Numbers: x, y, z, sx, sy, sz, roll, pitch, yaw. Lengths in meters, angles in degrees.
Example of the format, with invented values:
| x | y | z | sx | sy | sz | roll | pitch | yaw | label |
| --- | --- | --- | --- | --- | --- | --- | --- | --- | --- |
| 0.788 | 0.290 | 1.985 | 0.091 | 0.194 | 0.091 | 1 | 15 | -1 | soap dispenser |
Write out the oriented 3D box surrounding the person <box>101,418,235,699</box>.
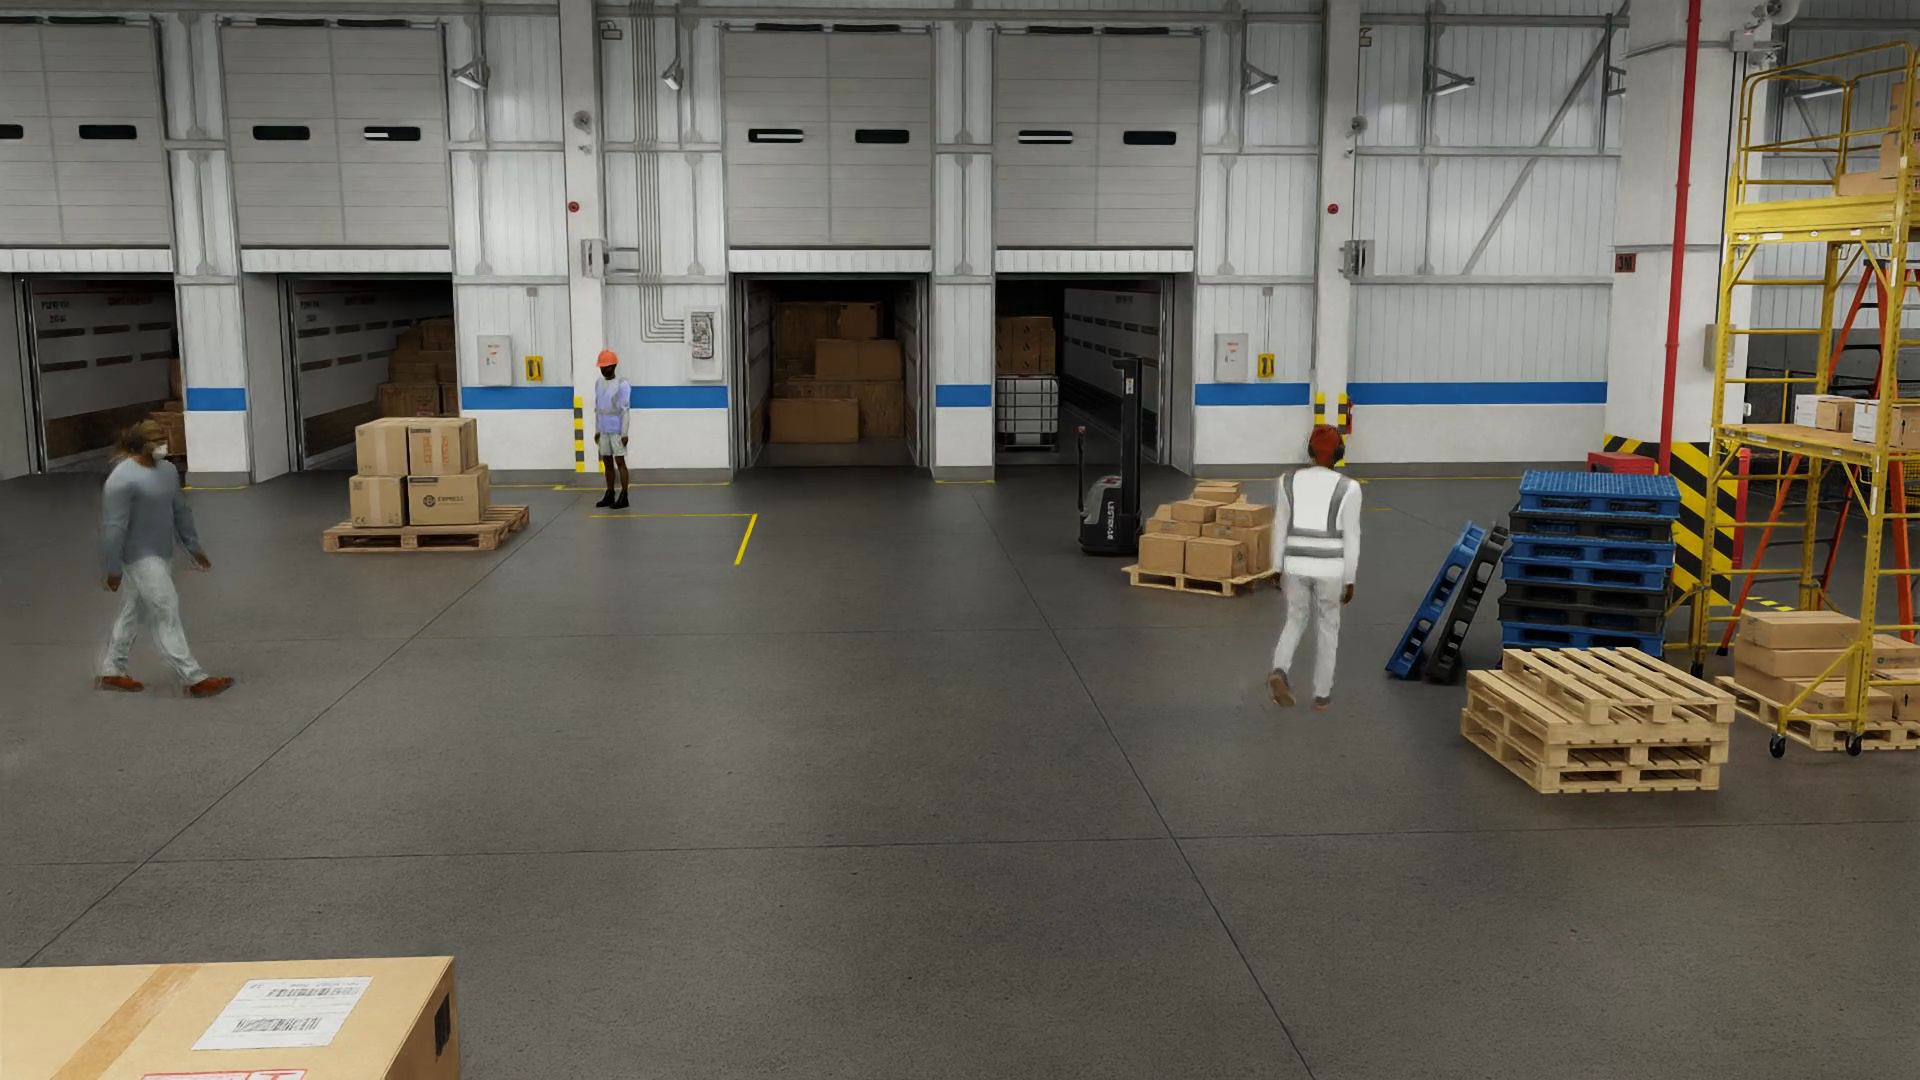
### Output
| x | y | z | sx | sy | sz | roll | pitch | yaw | label |
| --- | --- | --- | --- | --- | --- | --- | --- | --- | --- |
| -5.378 | 0.123 | 11.109 | 1.014 | 1.886 | 0.629 | 0 | 9 | 3 | person |

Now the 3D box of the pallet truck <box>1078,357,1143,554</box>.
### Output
| x | y | z | sx | sy | sz | roll | pitch | yaw | label |
| --- | --- | --- | --- | --- | --- | --- | --- | --- | --- |
| 2.088 | -0.836 | 16.757 | 1.885 | 1.965 | 0.823 | 2 | 9 | 13 | pallet truck |

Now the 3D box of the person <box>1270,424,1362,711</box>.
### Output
| x | y | z | sx | sy | sz | roll | pitch | yaw | label |
| --- | --- | --- | --- | --- | --- | --- | --- | --- | --- |
| 2.241 | 0.199 | 10.650 | 0.606 | 1.873 | 0.604 | 5 | 11 | 31 | person |

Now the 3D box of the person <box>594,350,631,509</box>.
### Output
| x | y | z | sx | sy | sz | roll | pitch | yaw | label |
| --- | --- | --- | --- | --- | --- | --- | --- | --- | --- |
| -4.229 | -1.338 | 20.139 | 0.544 | 1.929 | 0.388 | 6 | 11 | 34 | person |
